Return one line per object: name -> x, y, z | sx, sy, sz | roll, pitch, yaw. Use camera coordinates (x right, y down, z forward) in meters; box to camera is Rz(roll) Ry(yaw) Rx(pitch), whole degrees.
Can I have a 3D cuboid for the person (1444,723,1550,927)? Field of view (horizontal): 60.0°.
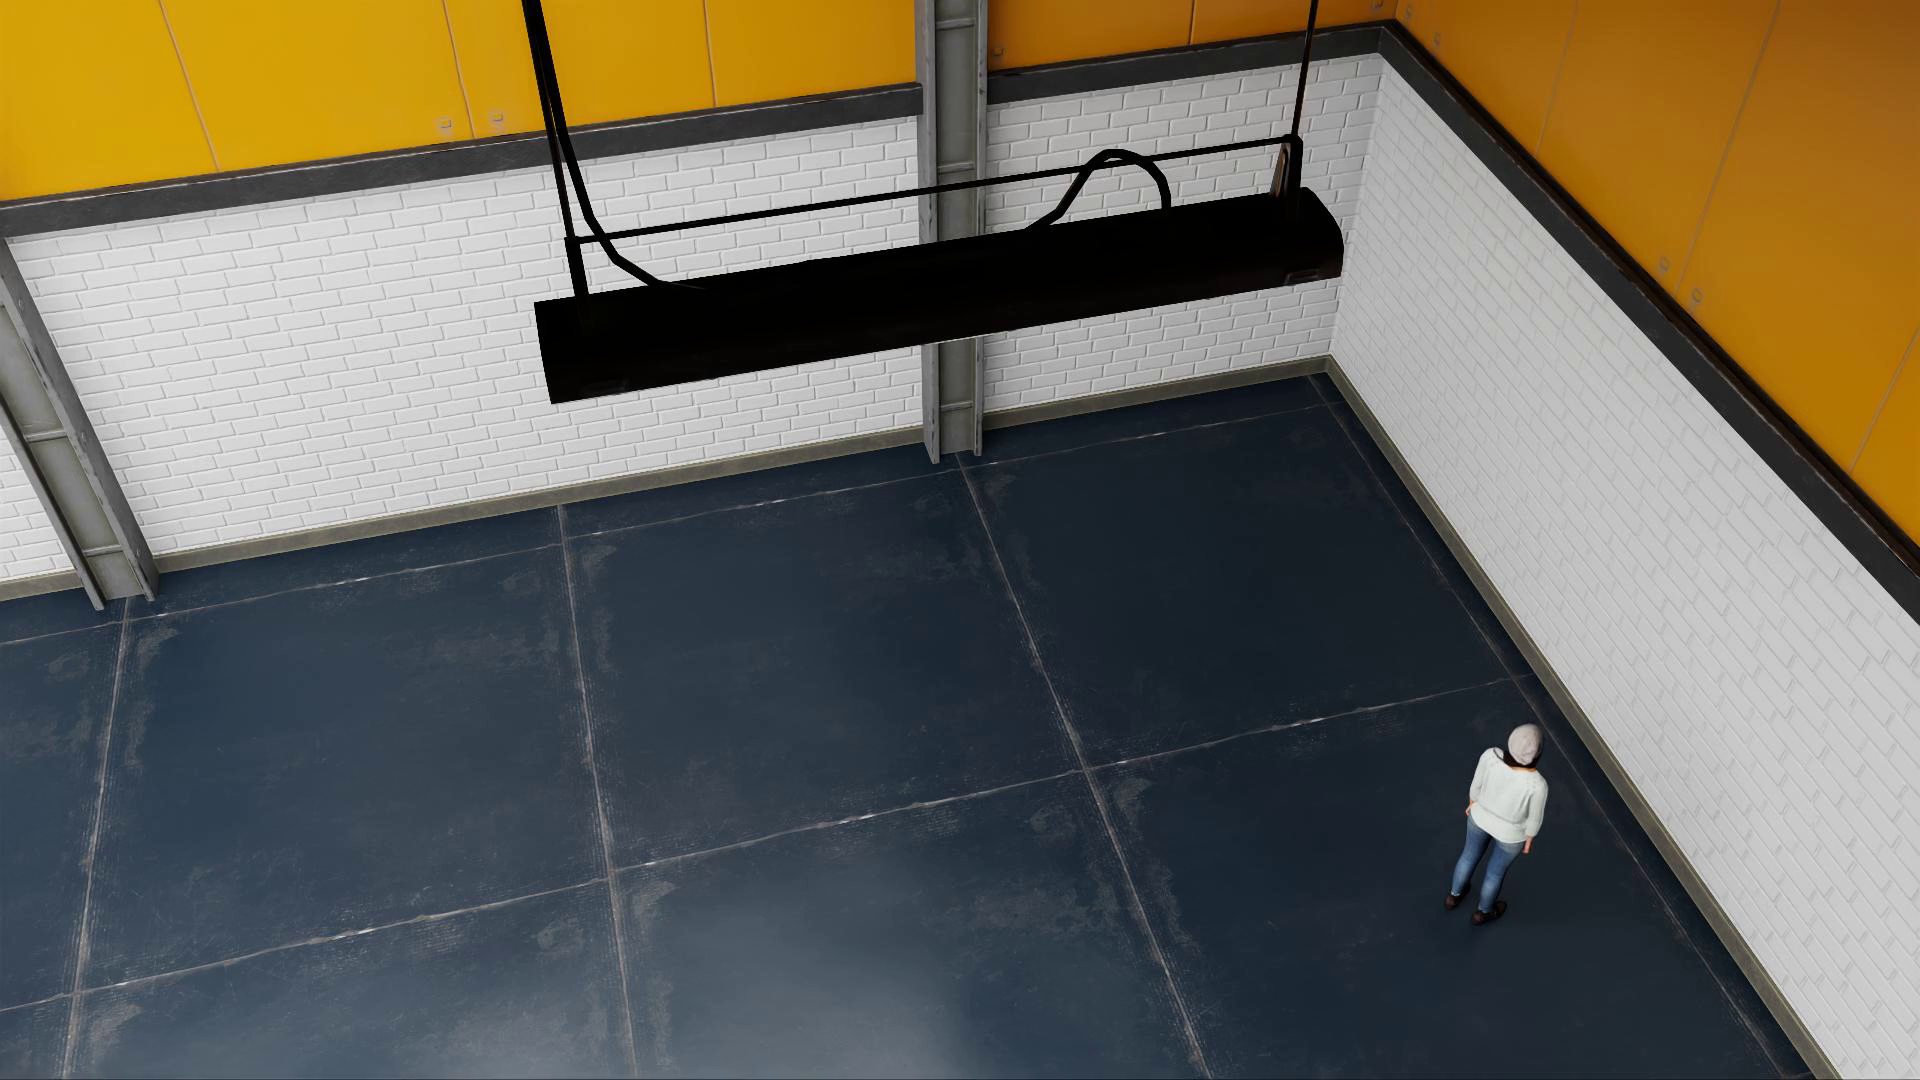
person -> 2.999, 1.564, 9.231 | 0.648, 1.640, 0.665 | 34, 53, 30
